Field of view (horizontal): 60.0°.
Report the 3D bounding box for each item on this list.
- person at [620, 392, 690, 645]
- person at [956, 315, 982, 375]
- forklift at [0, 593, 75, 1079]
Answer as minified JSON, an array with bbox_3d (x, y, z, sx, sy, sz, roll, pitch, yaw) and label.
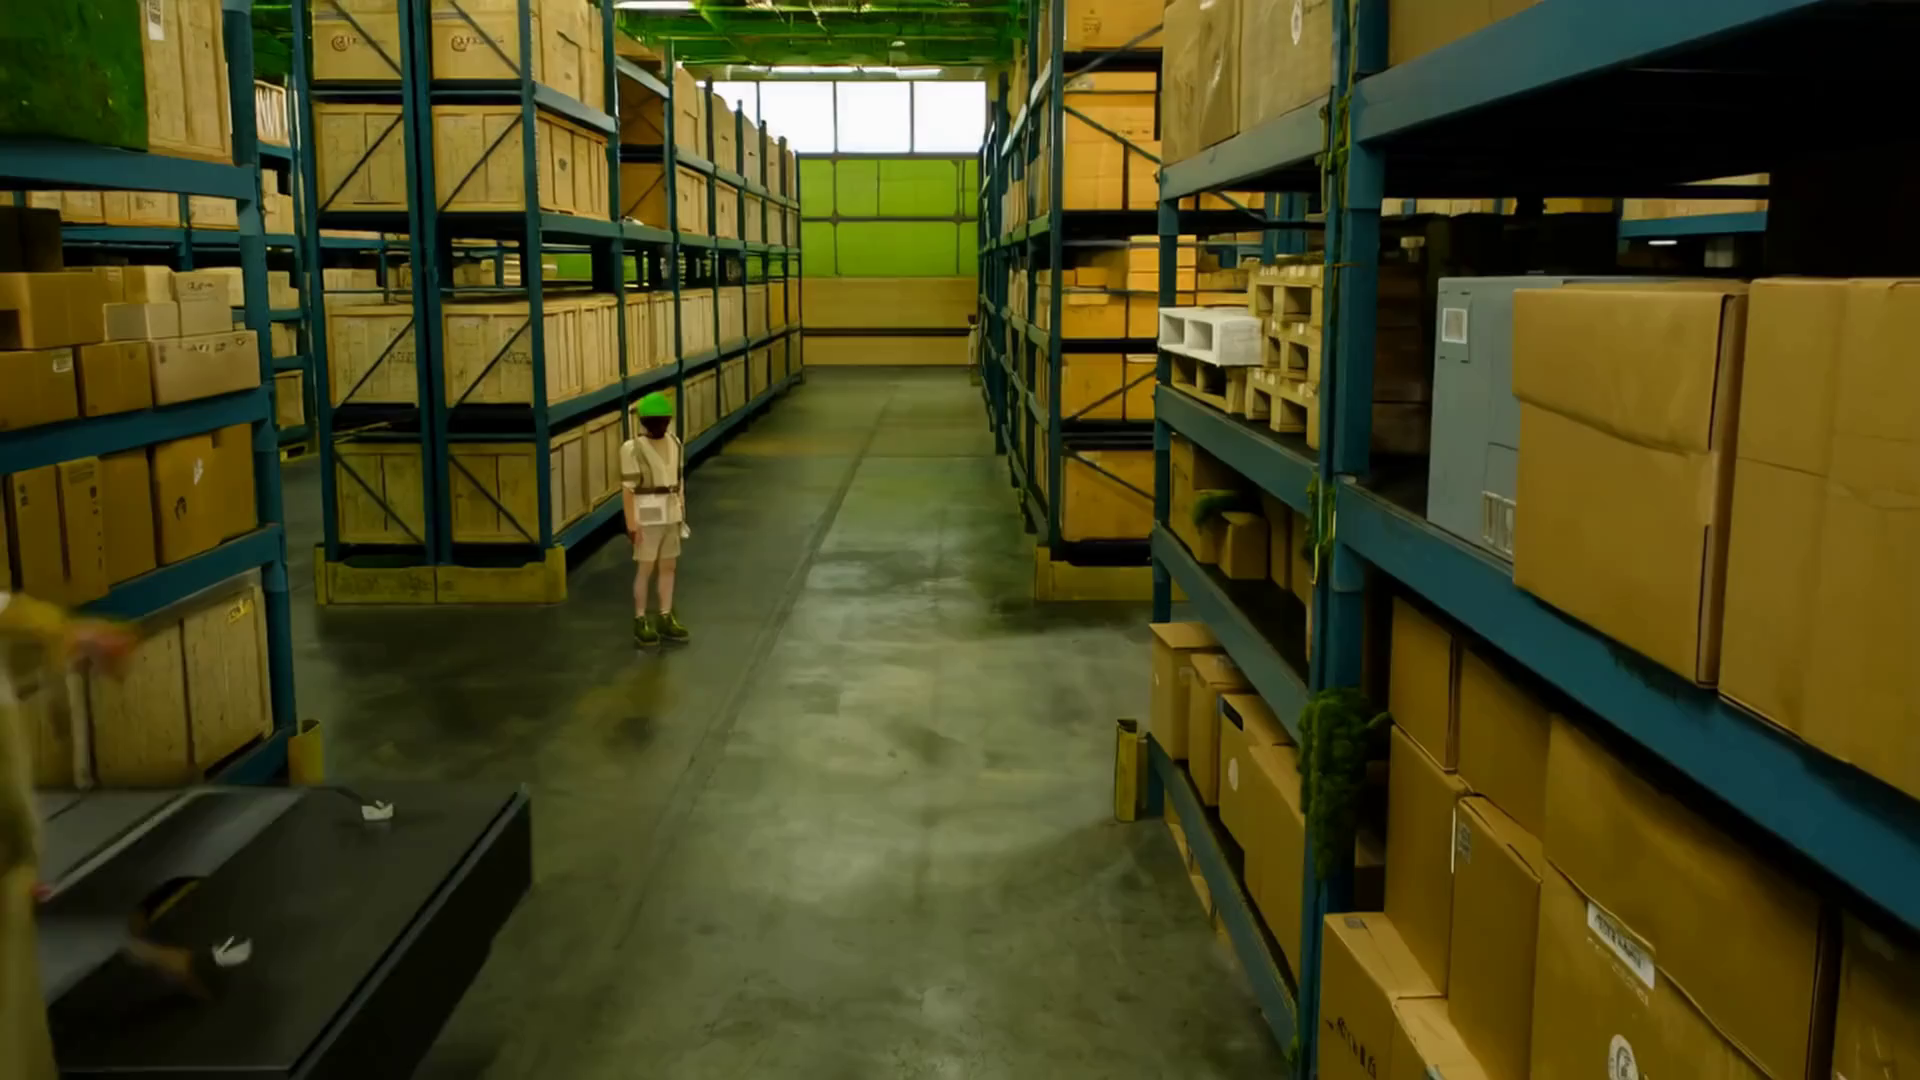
[{"bbox_3d":[-2.450,-0.178,13.509,0.373,2.043,0.615,8,12,41],"label":"person"},{"bbox_3d":[0.357,-5.555,47.522,0.908,1.698,0.585,0,9,0],"label":"person"},{"bbox_3d":[-1.036,1.426,1.116,1.129,2.768,1.873,0,9,-1],"label":"forklift"}]
